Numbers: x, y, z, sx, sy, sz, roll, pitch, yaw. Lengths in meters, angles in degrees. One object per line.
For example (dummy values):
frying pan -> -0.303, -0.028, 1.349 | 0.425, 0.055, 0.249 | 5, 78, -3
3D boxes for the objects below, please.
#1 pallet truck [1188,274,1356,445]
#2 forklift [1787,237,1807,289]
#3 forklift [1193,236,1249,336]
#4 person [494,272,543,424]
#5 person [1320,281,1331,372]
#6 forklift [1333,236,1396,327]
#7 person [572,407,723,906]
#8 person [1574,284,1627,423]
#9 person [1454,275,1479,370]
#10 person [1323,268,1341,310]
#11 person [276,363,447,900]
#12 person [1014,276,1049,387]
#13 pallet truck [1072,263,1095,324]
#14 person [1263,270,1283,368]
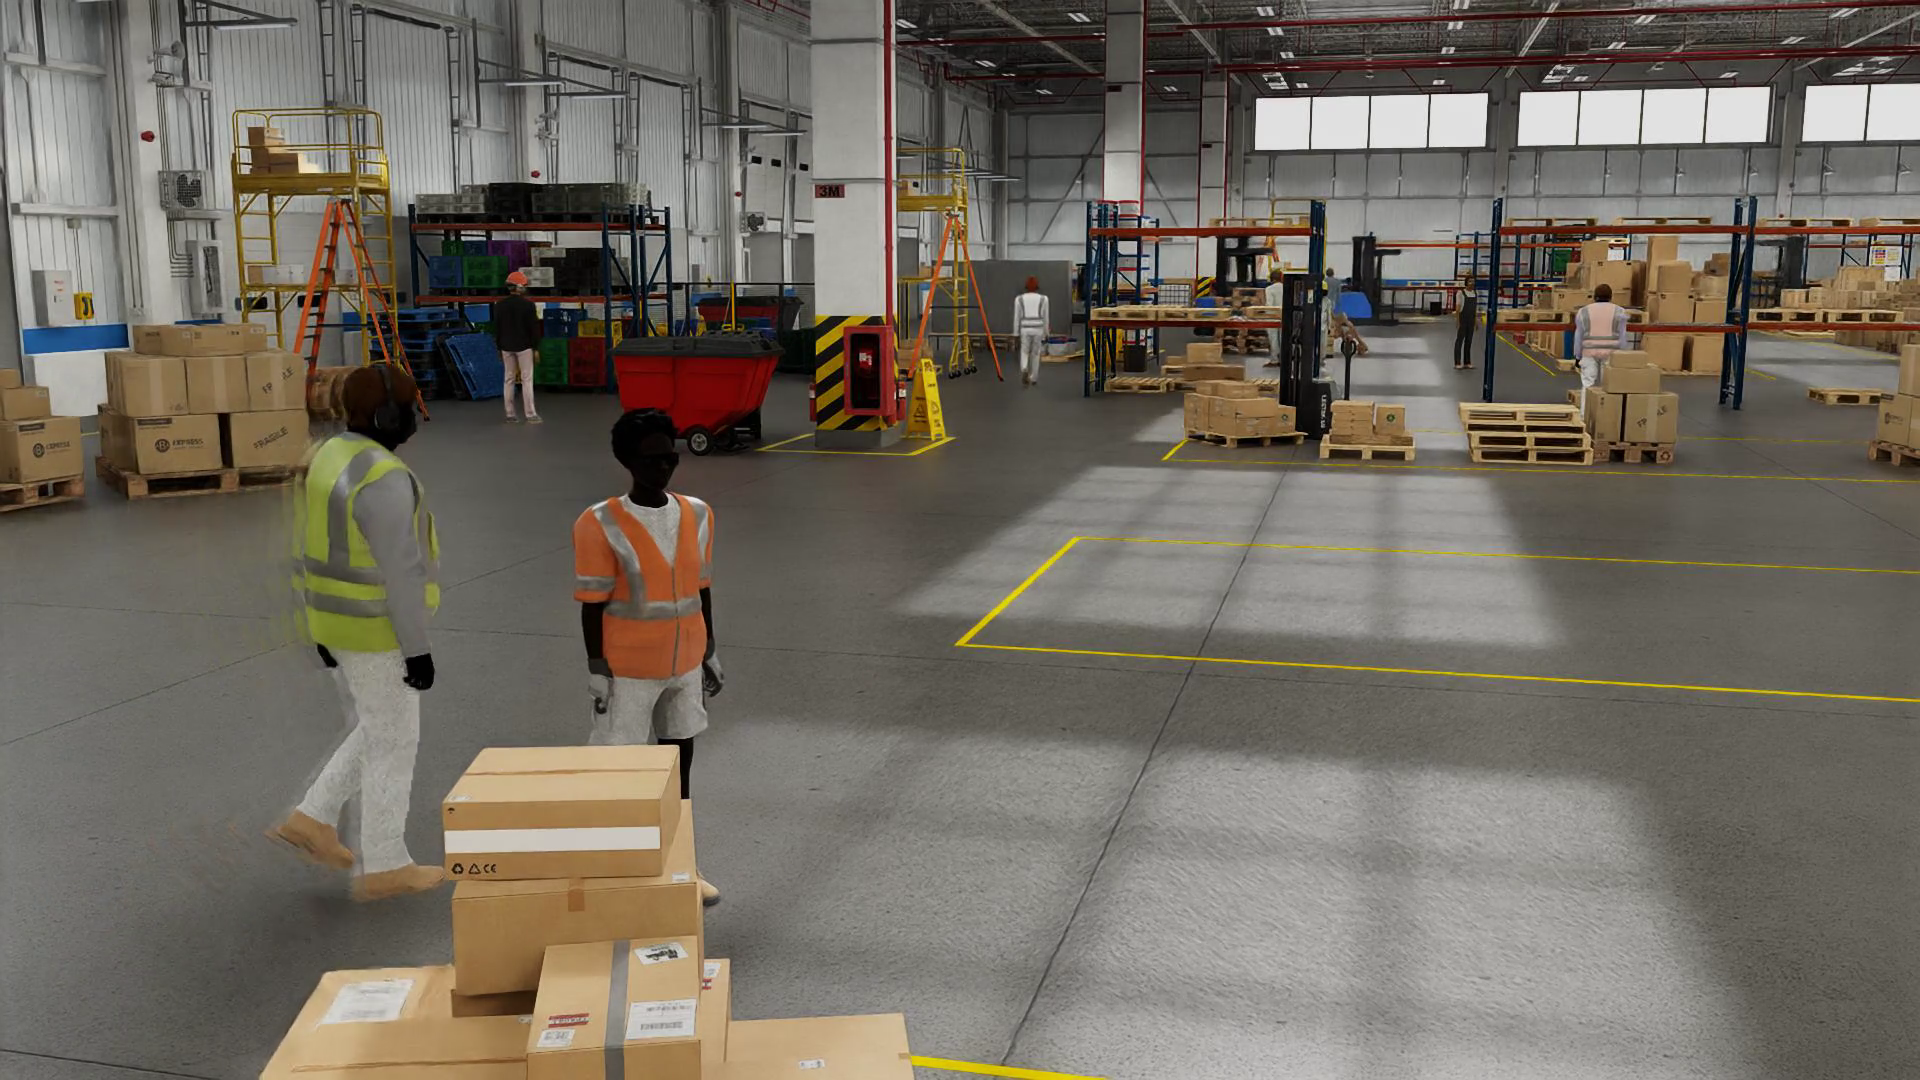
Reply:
pallet truck -> 3.653, -2.138, 19.590 | 1.885, 1.965, 0.823 | -4, 10, -20
forklift -> 26.440, -8.212, 52.758 | 1.873, 2.768, 1.129 | 2, 10, 14
forklift -> 7.292, -6.862, 44.808 | 1.129, 2.768, 1.873 | -6, 11, -32
person -> -5.801, -2.516, 21.831 | 0.612, 1.991, 0.392 | 2, 10, 14
person -> 6.830, -4.047, 31.631 | 0.493, 1.738, 0.329 | -2, 10, -13
forklift -> 12.486, -8.034, 51.710 | 1.873, 2.768, 1.129 | -2, 10, -14
person -> -1.012, 0.411, 5.468 | 0.532, 1.696, 0.319 | -9, 13, -43
person -> 8.213, -2.357, 21.341 | 0.630, 1.842, 0.429 | 4, 10, 20
person -> 9.883, -4.242, 32.420 | 0.505, 1.847, 0.344 | -4, 10, -22
person -> 10.454, -6.753, 47.074 | 0.644, 1.900, 0.999 | -1, 10, -7
person -> -2.006, 0.318, 5.653 | 0.476, 1.830, 0.620 | -7, 12, -34
person -> 1.212, -3.497, 27.967 | 0.581, 1.868, 0.476 | 1, 10, 6
pallet truck -> 4.325, -8.180, 55.162 | 0.823, 1.965, 1.885 | 6, 11, 31
person -> 6.247, -4.370, 32.910 | 0.629, 1.936, 0.372 | -8, 12, -39
